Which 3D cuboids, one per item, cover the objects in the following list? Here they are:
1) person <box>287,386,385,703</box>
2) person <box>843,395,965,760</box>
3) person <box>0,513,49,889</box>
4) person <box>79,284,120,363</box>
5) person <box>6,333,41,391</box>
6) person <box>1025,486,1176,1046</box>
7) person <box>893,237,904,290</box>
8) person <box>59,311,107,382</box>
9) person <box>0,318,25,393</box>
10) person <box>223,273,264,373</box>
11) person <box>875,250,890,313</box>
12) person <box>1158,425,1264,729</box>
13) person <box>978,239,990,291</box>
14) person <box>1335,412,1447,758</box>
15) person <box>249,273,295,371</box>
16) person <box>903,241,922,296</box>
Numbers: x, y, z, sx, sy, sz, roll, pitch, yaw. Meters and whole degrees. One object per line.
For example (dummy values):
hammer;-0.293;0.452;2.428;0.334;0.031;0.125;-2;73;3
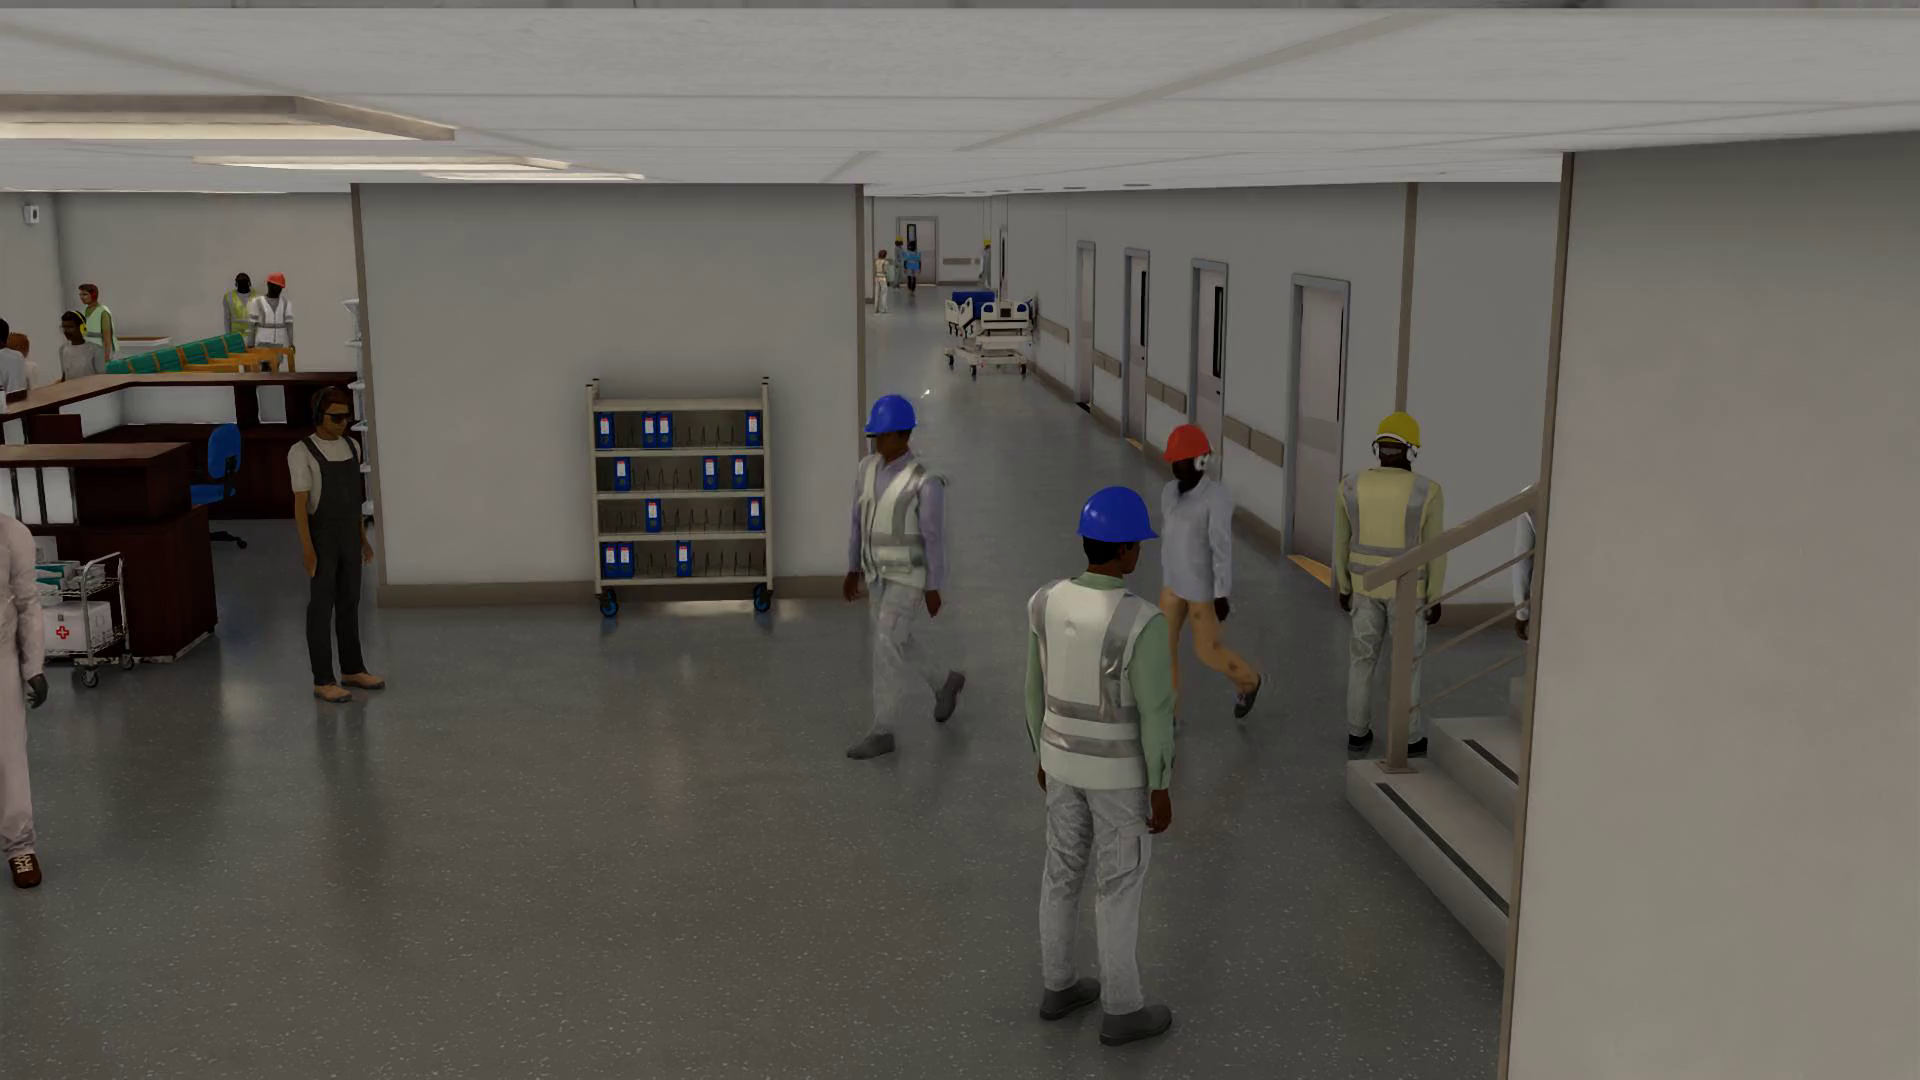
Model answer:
person;-3.660;0.018;9.759;0.346;1.842;0.506;5;13;23
person;-0.279;0.159;8.915;0.887;1.919;0.613;-10;15;-39
person;-4.179;0.558;6.962;0.639;1.910;0.406;-6;13;-25
person;-11.239;-2.431;21.757;0.560;1.837;0.388;8;14;33
person;-9.463;-1.260;16.606;0.583;1.597;0.416;-1;12;-6
person;0.499;0.777;5.791;0.404;1.945;0.615;-11;16;-43
person;-1.975;-8.947;53.840;0.350;1.734;0.486;3;12;15
person;-8.420;-1.270;16.002;0.534;1.864;0.310;2;12;12
person;-8.649;-1.085;15.097;0.328;1.865;0.508;0;12;-1
person;-10.726;-3.097;25.027;0.620;1.835;0.431;-5;13;-23
person;-2.018;-6.681;43.026;0.514;1.630;0.318;10;15;41
person;1.327;0.206;9.122;0.757;1.716;0.572;-7;13;-30
person;0.752;-7.553;46.812;0.625;1.815;0.503;-8;14;-35
person;2.260;0.241;8.719;0.586;1.823;0.403;8;14;33
person;-9.681;-2.804;23.418;0.585;1.896;0.509;-11;16;-42
person;-1.419;-8.201;50.295;0.559;1.677;0.530;-4;12;-18
